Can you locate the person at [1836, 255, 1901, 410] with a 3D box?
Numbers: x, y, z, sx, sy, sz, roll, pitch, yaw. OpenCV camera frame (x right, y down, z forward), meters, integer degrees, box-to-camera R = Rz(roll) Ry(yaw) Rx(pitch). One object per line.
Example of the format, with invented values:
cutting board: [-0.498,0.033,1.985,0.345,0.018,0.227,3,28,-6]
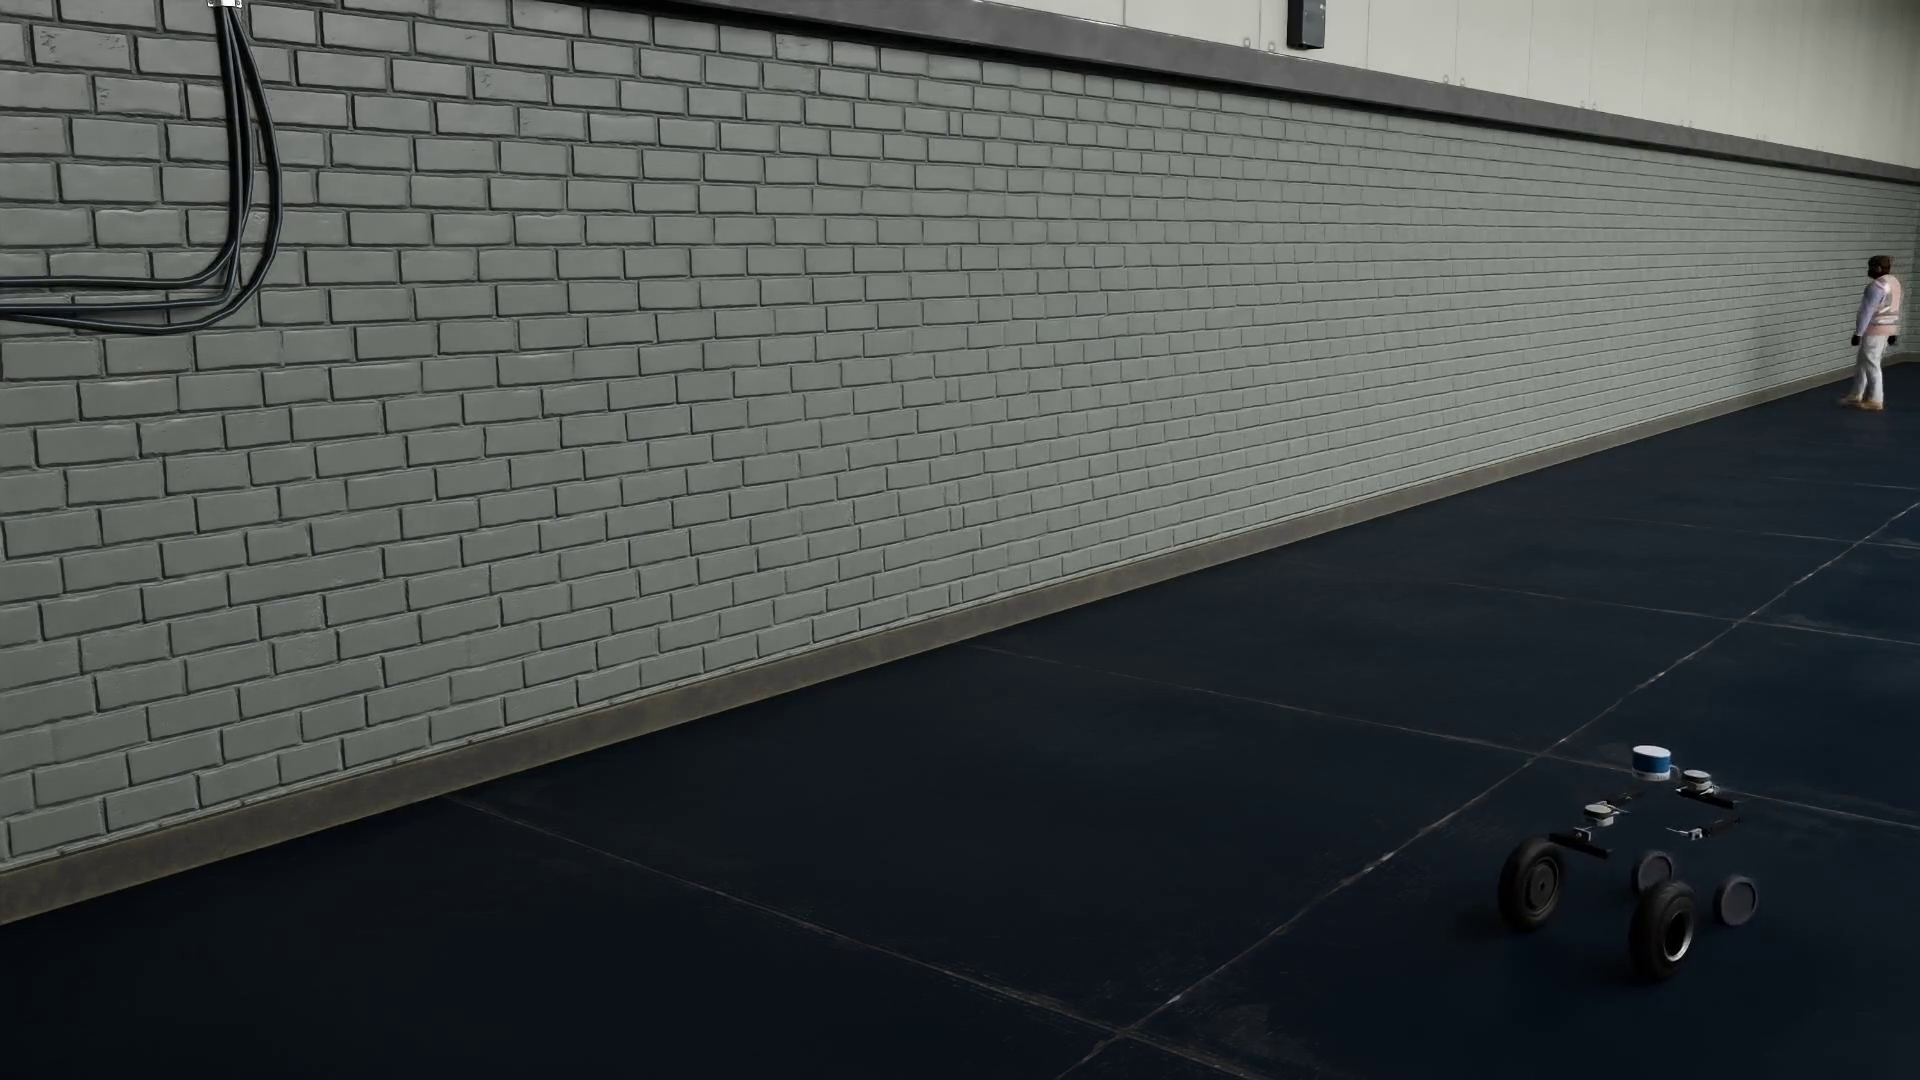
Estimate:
person: [10.767,-2.472,19.820,0.656,1.814,0.685,-10,14,-43]

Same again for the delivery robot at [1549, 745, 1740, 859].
delivery robot: [1.991,0.715,4.805,0.698,0.223,0.335,-8,13,-37]
